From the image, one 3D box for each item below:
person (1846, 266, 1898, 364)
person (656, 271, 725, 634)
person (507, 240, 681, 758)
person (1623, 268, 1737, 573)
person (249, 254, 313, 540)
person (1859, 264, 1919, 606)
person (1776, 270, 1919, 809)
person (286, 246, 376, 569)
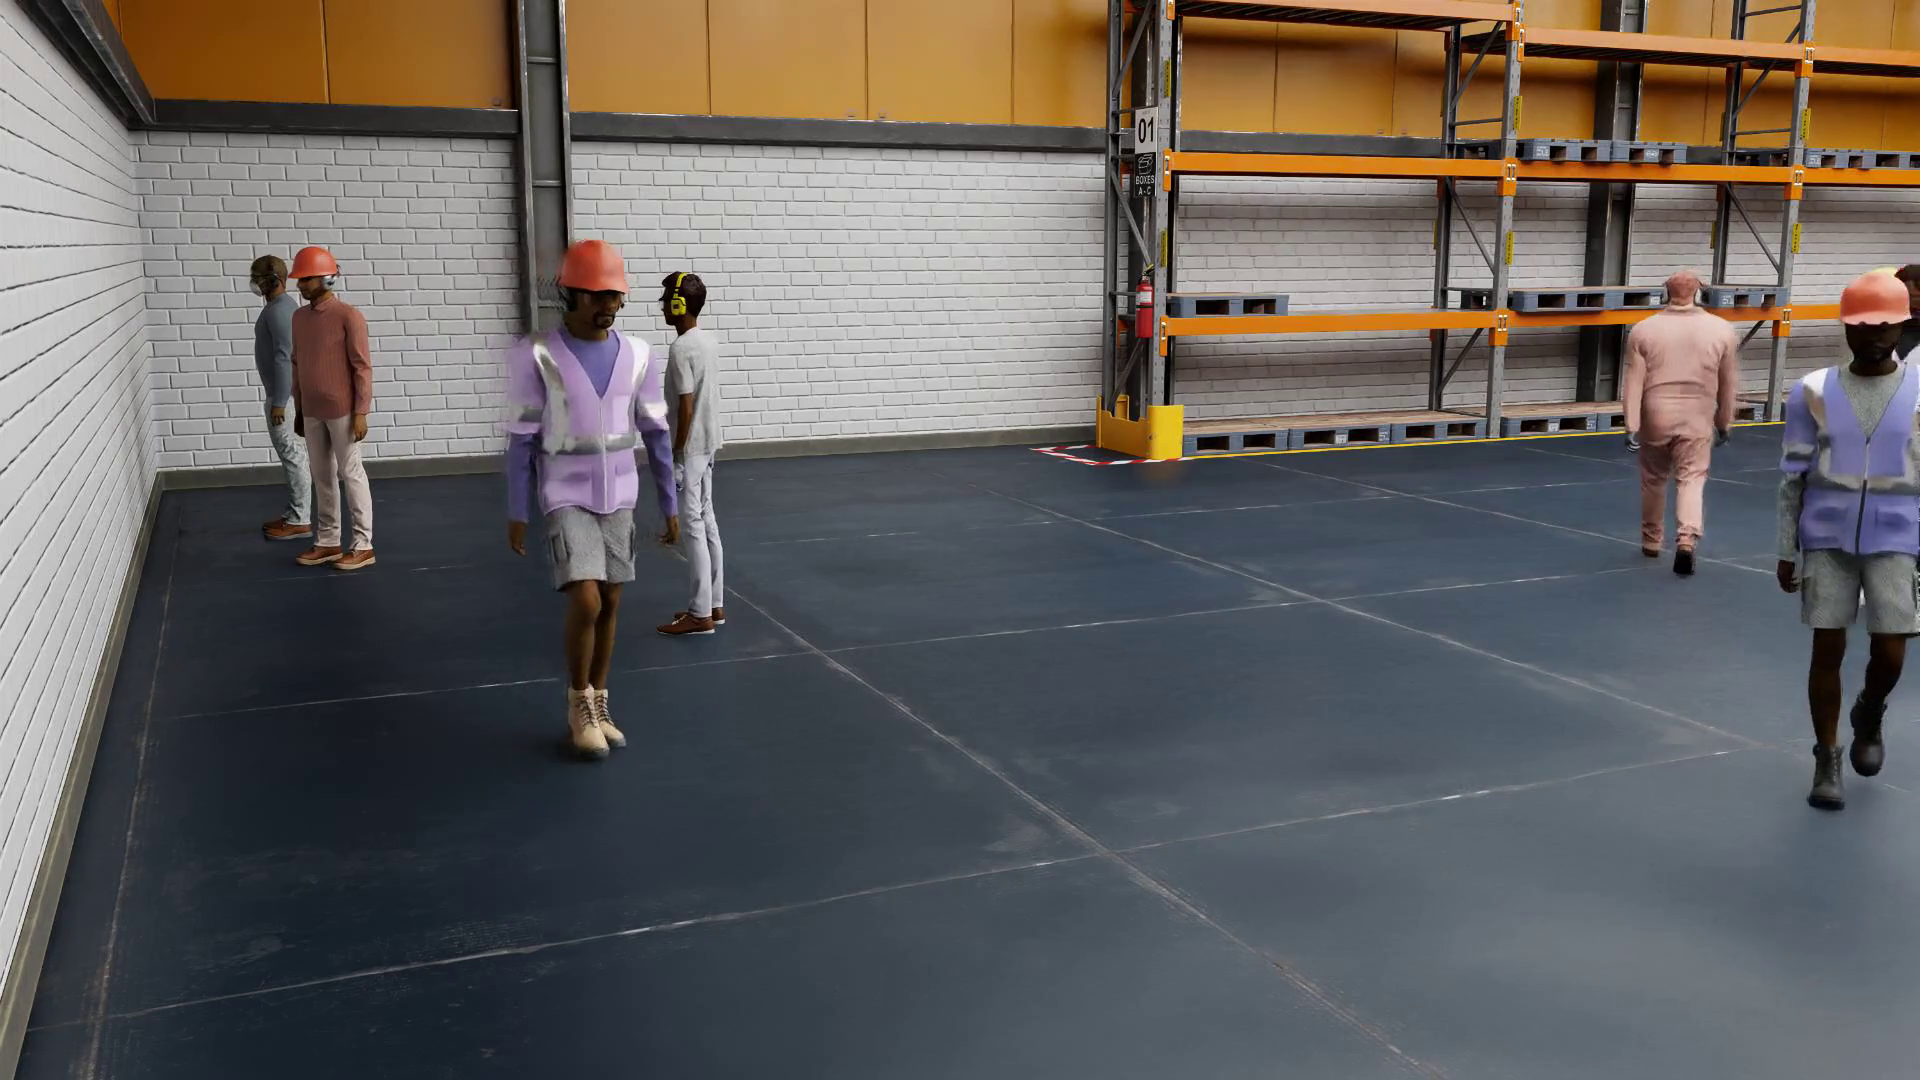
[{"bbox_3d":[7.620,-1.363,13.864,0.611,1.817,0.608,-3,11,-17],"label":"person"},{"bbox_3d":[-1.405,-0.443,8.606,0.325,1.871,0.524,2,10,9],"label":"person"},{"bbox_3d":[-1.402,-0.144,6.501,0.655,2.021,0.598,-8,13,-37],"label":"person"},{"bbox_3d":[4.462,-0.752,10.347,0.644,1.871,0.959,4,11,21],"label":"person"},{"bbox_3d":[-4.641,-0.973,11.369,0.372,1.940,0.632,-4,11,-22],"label":"person"},{"bbox_3d":[5.130,-0.531,9.014,0.509,1.899,0.602,-4,11,-23],"label":"person"},{"bbox_3d":[3.237,0.001,5.978,0.571,1.926,0.500,6,12,30],"label":"person"},{"bbox_3d":[-3.915,-0.809,10.300,0.623,1.989,0.400,5,12,28],"label":"person"}]
